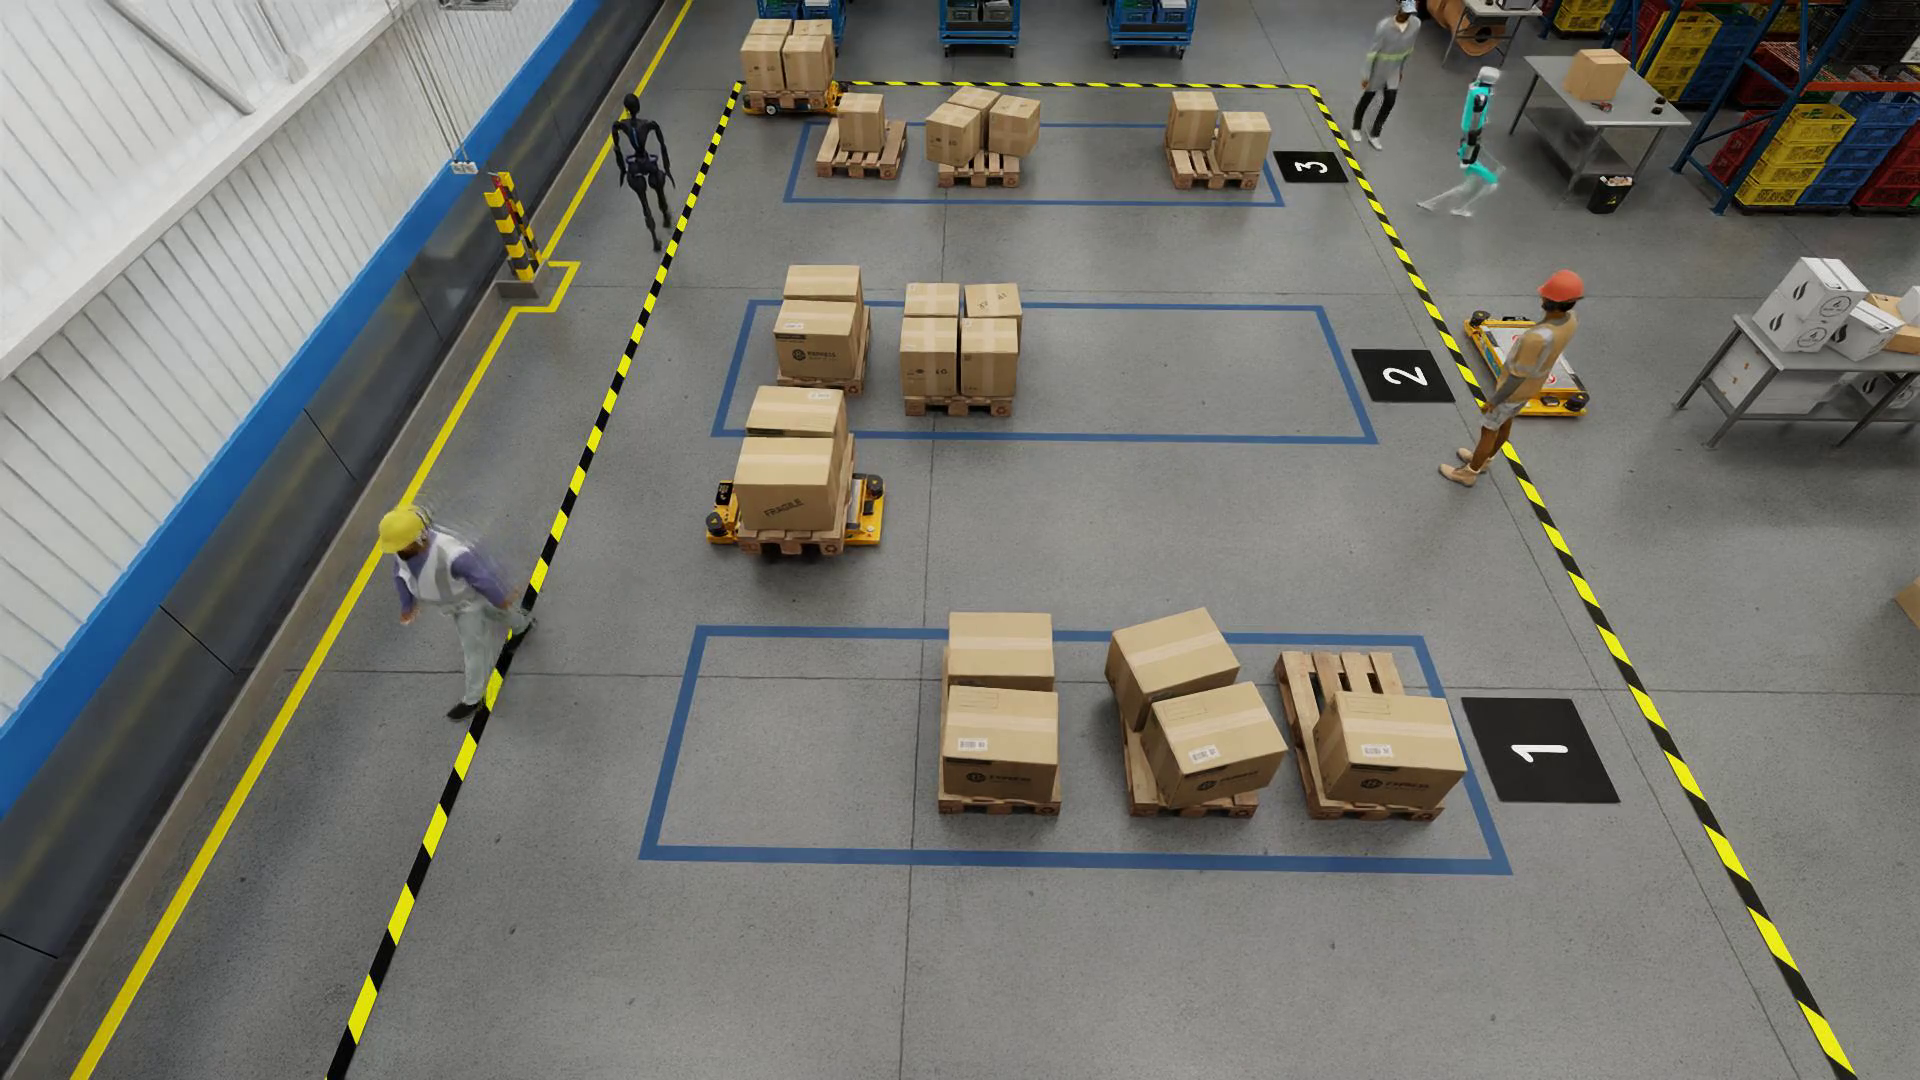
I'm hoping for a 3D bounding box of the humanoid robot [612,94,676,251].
[{"bbox_3d":[-3.520,-4.110,10.199,0.607,1.629,0.793,-8,50,-7],"label":"humanoid robot"}]

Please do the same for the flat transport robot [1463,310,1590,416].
[{"bbox_3d":[5.573,-1.757,9.054,0.659,0.231,1.431,1,49,1],"label":"flat transport robot"}]

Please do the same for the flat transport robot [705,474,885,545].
[{"bbox_3d":[-1.377,-0.273,7.751,1.431,0.197,0.652,1,49,1],"label":"flat transport robot"}]

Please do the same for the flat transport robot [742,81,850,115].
[{"bbox_3d":[-2.309,-6.256,12.930,1.431,0.197,0.652,1,49,1],"label":"flat transport robot"}]

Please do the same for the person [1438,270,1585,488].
[{"bbox_3d":[4.497,-1.267,7.463,0.604,2.035,0.389,-30,56,-23],"label":"person"}]

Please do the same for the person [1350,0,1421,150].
[{"bbox_3d":[5.400,-5.906,11.614,0.613,1.824,0.716,-5,49,-4],"label":"person"}]

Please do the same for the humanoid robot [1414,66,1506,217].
[{"bbox_3d":[5.888,-4.391,10.354,0.893,1.743,0.552,12,50,10],"label":"humanoid robot"}]

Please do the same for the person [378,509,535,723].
[{"bbox_3d":[-3.437,0.416,6.174,0.579,1.772,0.969,20,52,16],"label":"person"}]
